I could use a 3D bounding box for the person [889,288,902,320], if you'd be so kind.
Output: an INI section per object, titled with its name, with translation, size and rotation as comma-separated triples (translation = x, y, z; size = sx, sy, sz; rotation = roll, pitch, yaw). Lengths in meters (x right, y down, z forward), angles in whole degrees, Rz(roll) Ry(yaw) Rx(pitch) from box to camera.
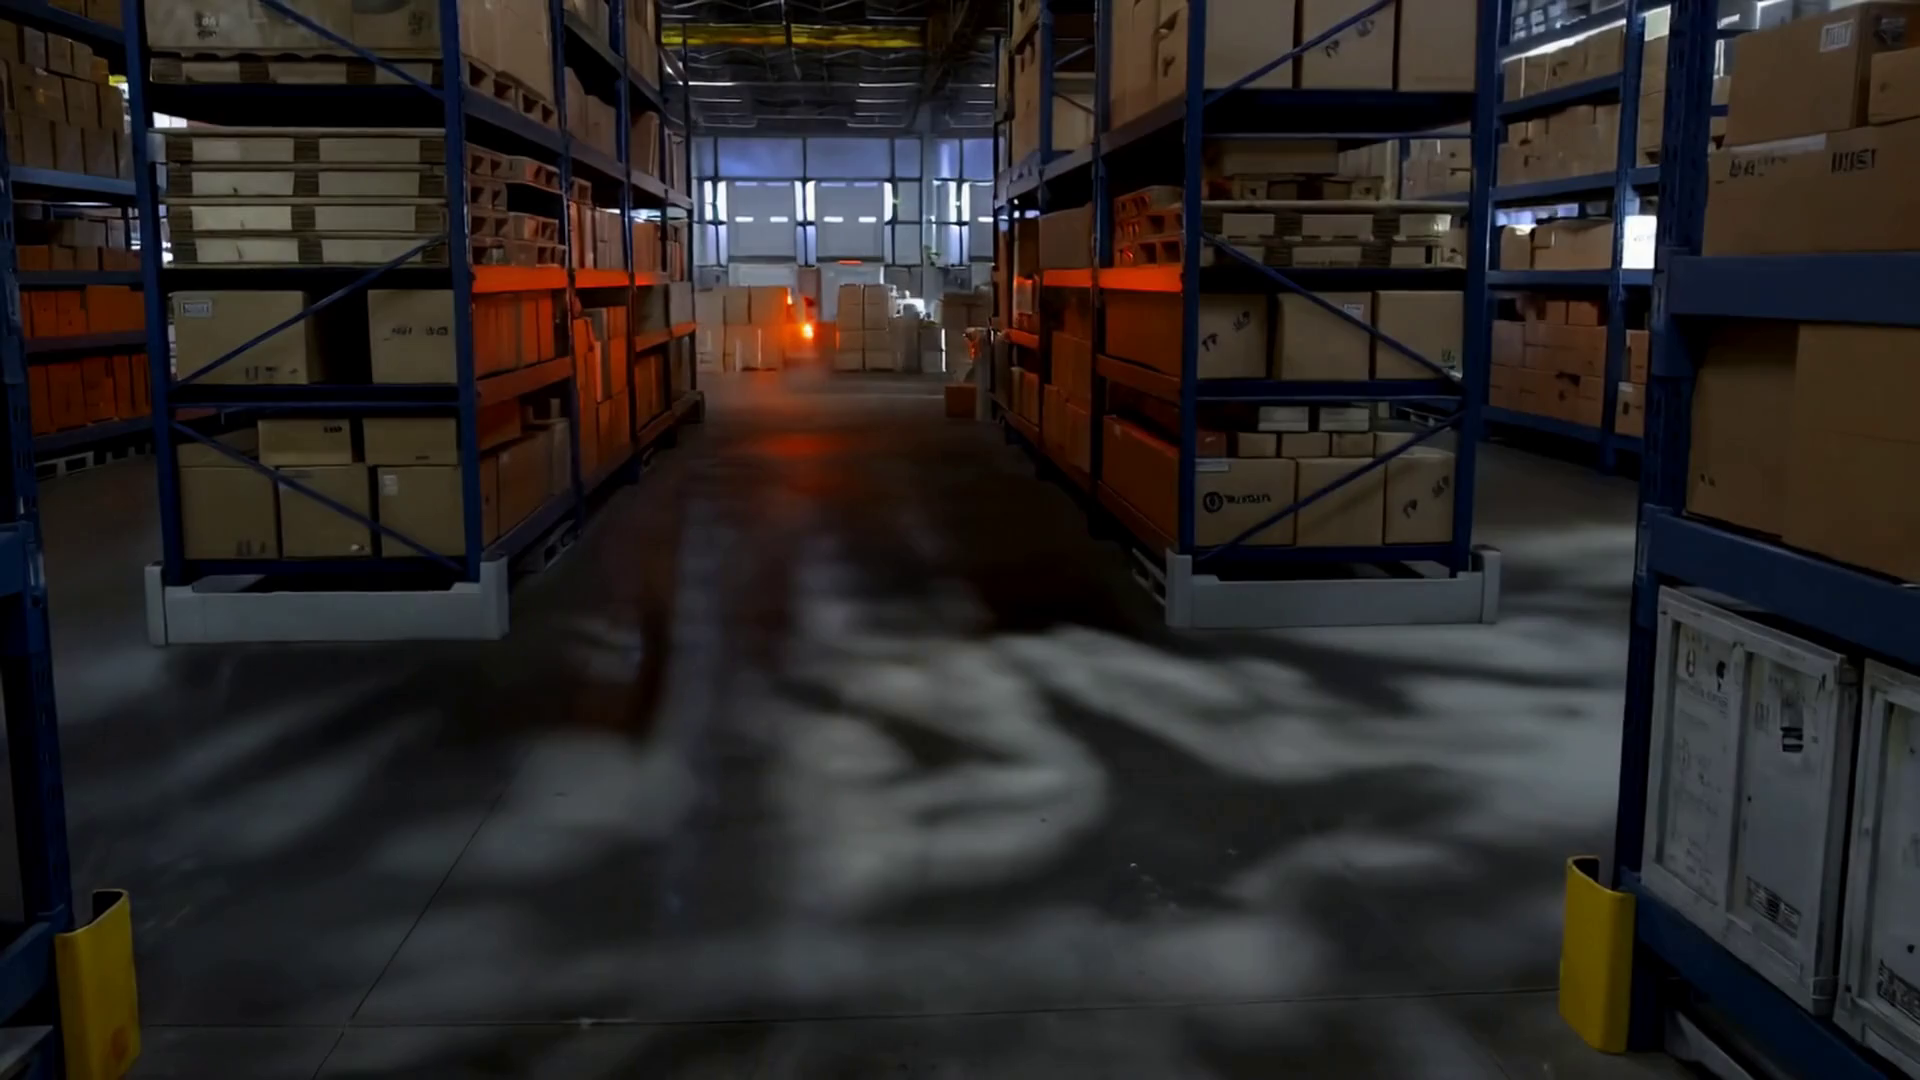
[person]
translation = -2.306, -7.817, 57.913
size = 0.639, 1.927, 0.387
rotation = 3, 10, 20

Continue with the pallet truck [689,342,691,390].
[pallet truck]
translation = -5.225, -3.008, 27.480
size = 1.885, 1.965, 0.823
rotation = 2, 9, 14

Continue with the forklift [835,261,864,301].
[forklift]
translation = -3.567, -7.643, 53.820
size = 1.129, 2.768, 1.873
rotation = -1, 9, -4
